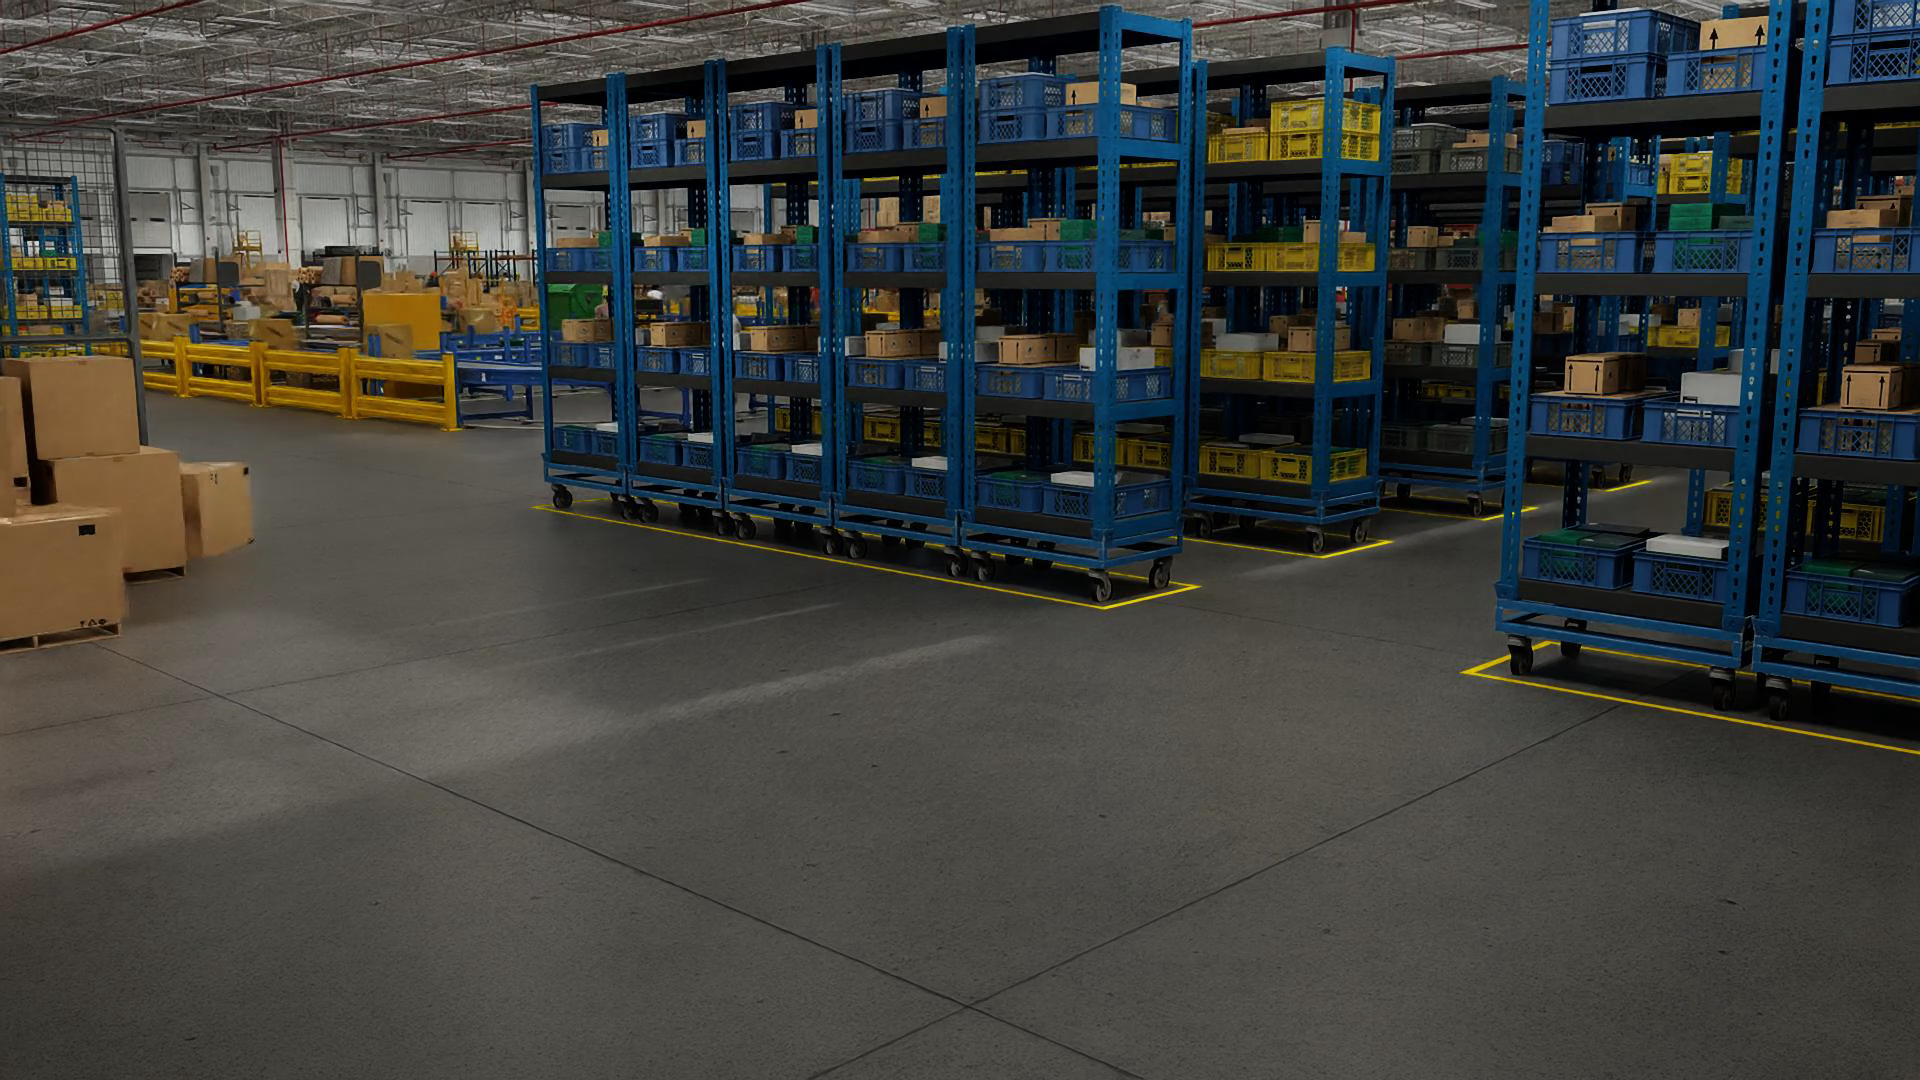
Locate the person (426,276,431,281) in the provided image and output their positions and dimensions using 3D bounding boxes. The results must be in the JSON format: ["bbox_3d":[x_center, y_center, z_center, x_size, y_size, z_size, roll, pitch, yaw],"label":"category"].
[{"bbox_3d":[-25.923,-12.003,81.137,0.904,1.688,0.511,5,11,30],"label":"person"}]

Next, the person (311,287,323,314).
[{"bbox_3d":[-24.459,-9.074,63.092,0.669,1.724,0.529,0,9,-3],"label":"person"}]

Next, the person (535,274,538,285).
[{"bbox_3d":[-22.102,-12.990,86.818,0.557,1.825,0.444,7,12,37],"label":"person"}]

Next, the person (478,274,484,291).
[{"bbox_3d":[-24.629,-12.721,85.264,0.538,1.800,0.654,-9,13,-43],"label":"person"}]

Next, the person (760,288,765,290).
[{"bbox_3d":[-8.200,-10.177,69.228,0.545,1.938,0.356,2,10,14],"label":"person"}]

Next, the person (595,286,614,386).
[{"bbox_3d":[-6.188,-3.602,29.437,0.533,1.768,0.311,-5,11,-29],"label":"person"}]

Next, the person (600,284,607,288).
[{"bbox_3d":[-11.837,-7.789,55.005,0.904,1.791,0.620,9,13,42],"label":"person"}]

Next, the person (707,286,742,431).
[{"bbox_3d":[-2.604,-1.900,18.584,0.401,1.904,0.649,-7,11,-35],"label":"person"}]

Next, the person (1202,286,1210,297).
[{"bbox_3d":[8.002,-7.839,55.029,0.487,1.897,0.644,-6,11,-31],"label":"person"}]

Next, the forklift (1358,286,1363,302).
[{"bbox_3d":[11.100,-7.017,46.970,1.873,2.768,1.129,9,13,43],"label":"forklift"}]

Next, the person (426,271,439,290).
[{"bbox_3d":[-18.751,-8.587,59.301,0.613,1.995,0.391,6,11,31],"label":"person"}]

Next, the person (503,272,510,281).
[{"bbox_3d":[-23.447,-12.898,85.998,0.622,1.902,0.443,8,12,40],"label":"person"}]

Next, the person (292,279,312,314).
[{"bbox_3d":[-24.577,-9.070,62.123,0.678,2.000,0.537,-4,10,-25],"label":"person"}]

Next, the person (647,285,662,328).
[{"bbox_3d":[-9.602,-7.260,52.193,0.553,1.648,0.854,-8,12,-42],"label":"person"}]
